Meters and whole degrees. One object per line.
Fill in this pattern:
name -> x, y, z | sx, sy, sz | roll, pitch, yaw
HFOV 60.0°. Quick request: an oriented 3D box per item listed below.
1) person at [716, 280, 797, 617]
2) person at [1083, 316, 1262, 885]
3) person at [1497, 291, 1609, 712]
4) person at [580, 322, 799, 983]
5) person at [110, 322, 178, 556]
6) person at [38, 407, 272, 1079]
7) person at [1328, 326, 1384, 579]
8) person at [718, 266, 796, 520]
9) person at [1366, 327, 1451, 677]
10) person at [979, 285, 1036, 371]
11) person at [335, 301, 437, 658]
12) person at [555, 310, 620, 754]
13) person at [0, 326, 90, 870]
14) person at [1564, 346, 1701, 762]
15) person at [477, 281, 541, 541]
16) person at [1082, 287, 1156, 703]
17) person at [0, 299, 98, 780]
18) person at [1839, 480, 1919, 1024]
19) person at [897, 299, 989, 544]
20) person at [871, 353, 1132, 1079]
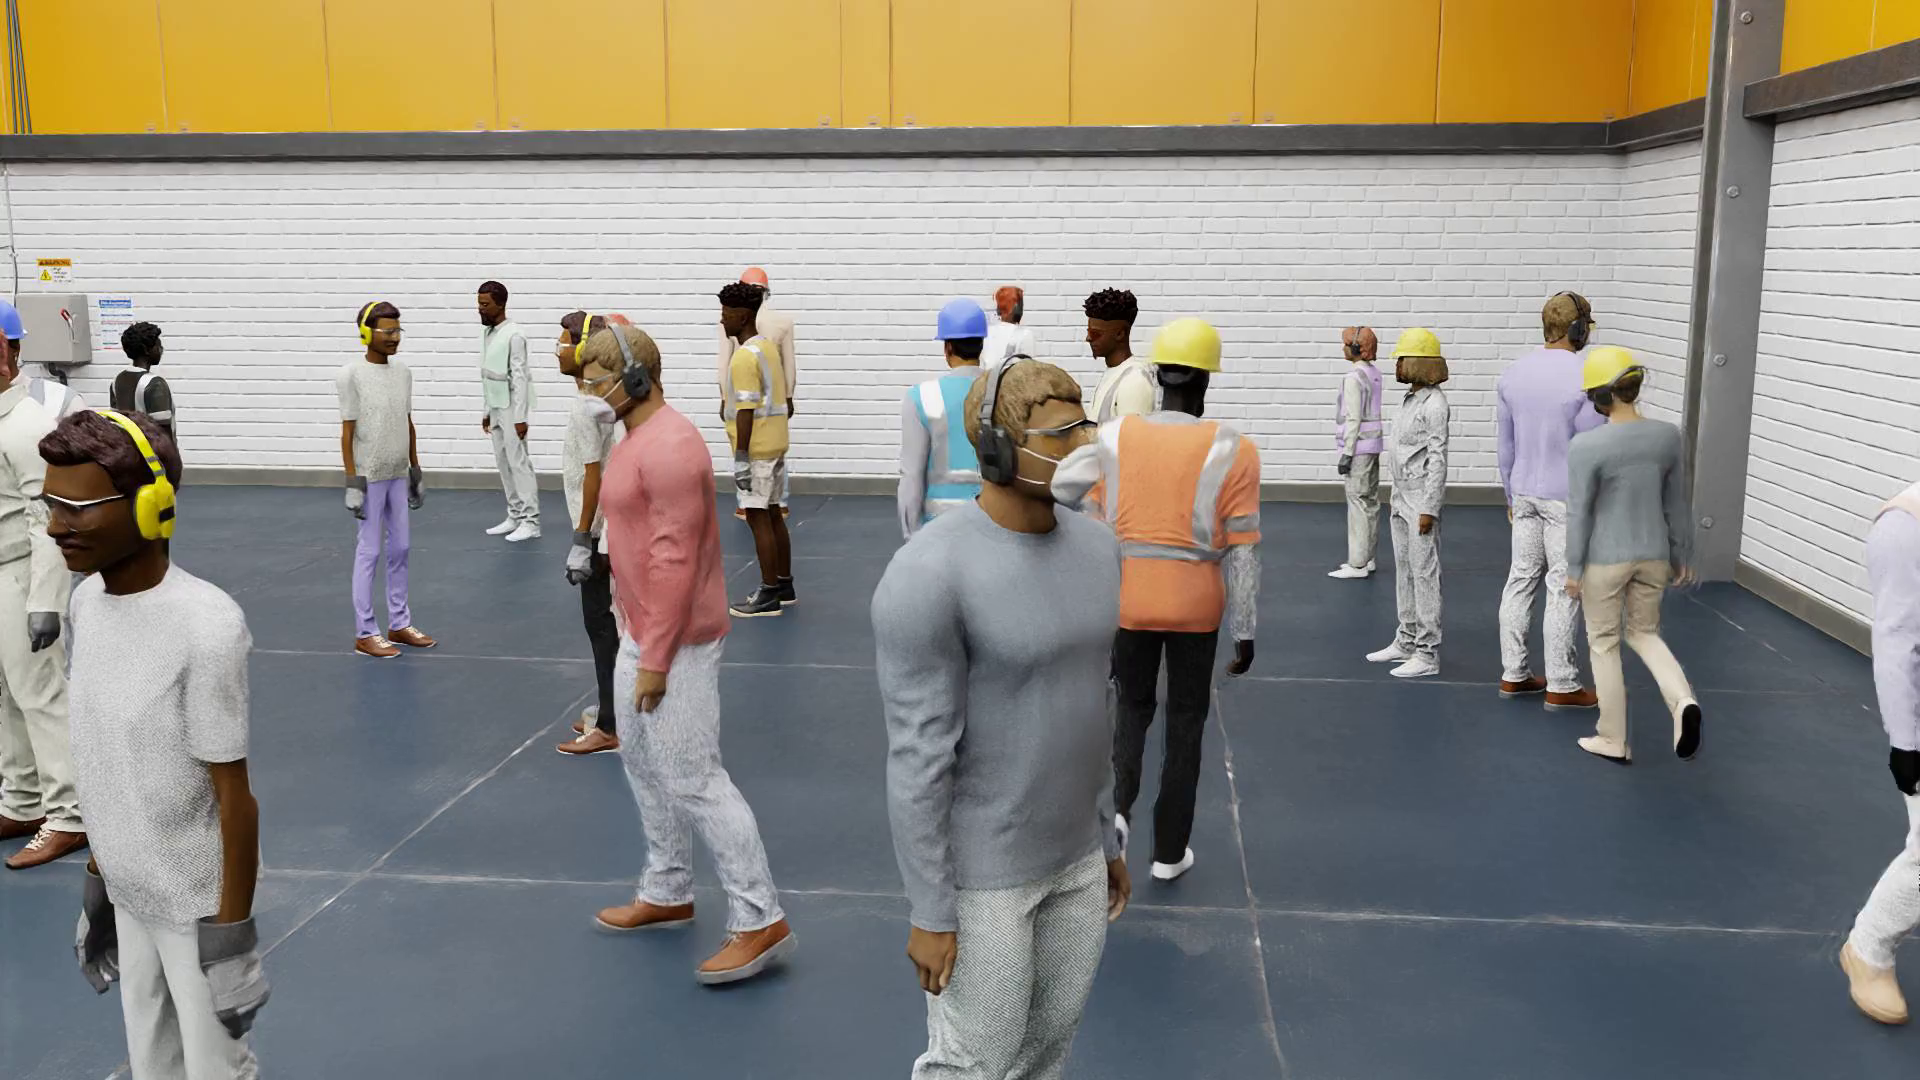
person -> -1.205, -0.530, 9.722 | 0.396, 1.953, 0.619 | 1, 10, 8
person -> 0.676, 0.225, 5.480 | 0.619, 1.910, 0.526 | 4, 11, 23
person -> 2.759, -0.178, 7.723 | 0.372, 1.940, 0.631 | -6, 11, -29
person -> -0.818, 0.318, 4.955 | 0.541, 1.916, 0.800 | -4, 11, -21
person -> -4.914, -0.472, 10.096 | 0.542, 1.697, 0.316 | 7, 12, 35
person -> -1.441, 0.681, 3.057 | 0.509, 1.858, 0.342 | 7, 12, 36
person -> 2.583, -0.563, 10.778 | 0.315, 1.641, 0.514 | 6, 11, 30
person -> -1.600, -1.152, 13.138 | 0.613, 1.994, 0.383 | -2, 10, -11
person -> 2.268, -0.190, 8.351 | 0.295, 1.743, 0.492 | -1, 10, -6
person -> 0.327, -0.936, 12.250 | 0.641, 1.872, 0.595 | -8, 13, -38
person -> -3.030, -0.316, 8.747 | 0.325, 1.861, 0.514 | 5, 11, 26
person -> -1.558, -0.029, 7.053 | 0.328, 1.876, 0.514 | 0, 10, 1
person -> -3.331, 0.181, 5.762 | 0.646, 1.907, 0.401 | 7, 12, 35
person -> 2.733, 0.090, 6.741 | 0.576, 1.729, 0.580 | -2, 10, -12
person -> -3.331, -0.949, 12.257 | 0.406, 1.906, 0.606 | -8, 12, -37
person -> 0.743, -0.206, 7.844 | 0.374, 1.958, 0.607 | 0, 10, -3
person -> -3.760, 0.011, 6.616 | 0.615, 1.945, 0.404 | -3, 10, -16
person -> 2.706, 0.471, 4.423 | 0.662, 1.803, 0.539 | -1, 10, -7
person -> 0.002, -0.074, 7.191 | 0.653, 1.910, 0.864 | -3, 10, -17
person -> 0.110, 0.620, 3.153 | 0.370, 1.940, 0.630 | 8, 13, 39
